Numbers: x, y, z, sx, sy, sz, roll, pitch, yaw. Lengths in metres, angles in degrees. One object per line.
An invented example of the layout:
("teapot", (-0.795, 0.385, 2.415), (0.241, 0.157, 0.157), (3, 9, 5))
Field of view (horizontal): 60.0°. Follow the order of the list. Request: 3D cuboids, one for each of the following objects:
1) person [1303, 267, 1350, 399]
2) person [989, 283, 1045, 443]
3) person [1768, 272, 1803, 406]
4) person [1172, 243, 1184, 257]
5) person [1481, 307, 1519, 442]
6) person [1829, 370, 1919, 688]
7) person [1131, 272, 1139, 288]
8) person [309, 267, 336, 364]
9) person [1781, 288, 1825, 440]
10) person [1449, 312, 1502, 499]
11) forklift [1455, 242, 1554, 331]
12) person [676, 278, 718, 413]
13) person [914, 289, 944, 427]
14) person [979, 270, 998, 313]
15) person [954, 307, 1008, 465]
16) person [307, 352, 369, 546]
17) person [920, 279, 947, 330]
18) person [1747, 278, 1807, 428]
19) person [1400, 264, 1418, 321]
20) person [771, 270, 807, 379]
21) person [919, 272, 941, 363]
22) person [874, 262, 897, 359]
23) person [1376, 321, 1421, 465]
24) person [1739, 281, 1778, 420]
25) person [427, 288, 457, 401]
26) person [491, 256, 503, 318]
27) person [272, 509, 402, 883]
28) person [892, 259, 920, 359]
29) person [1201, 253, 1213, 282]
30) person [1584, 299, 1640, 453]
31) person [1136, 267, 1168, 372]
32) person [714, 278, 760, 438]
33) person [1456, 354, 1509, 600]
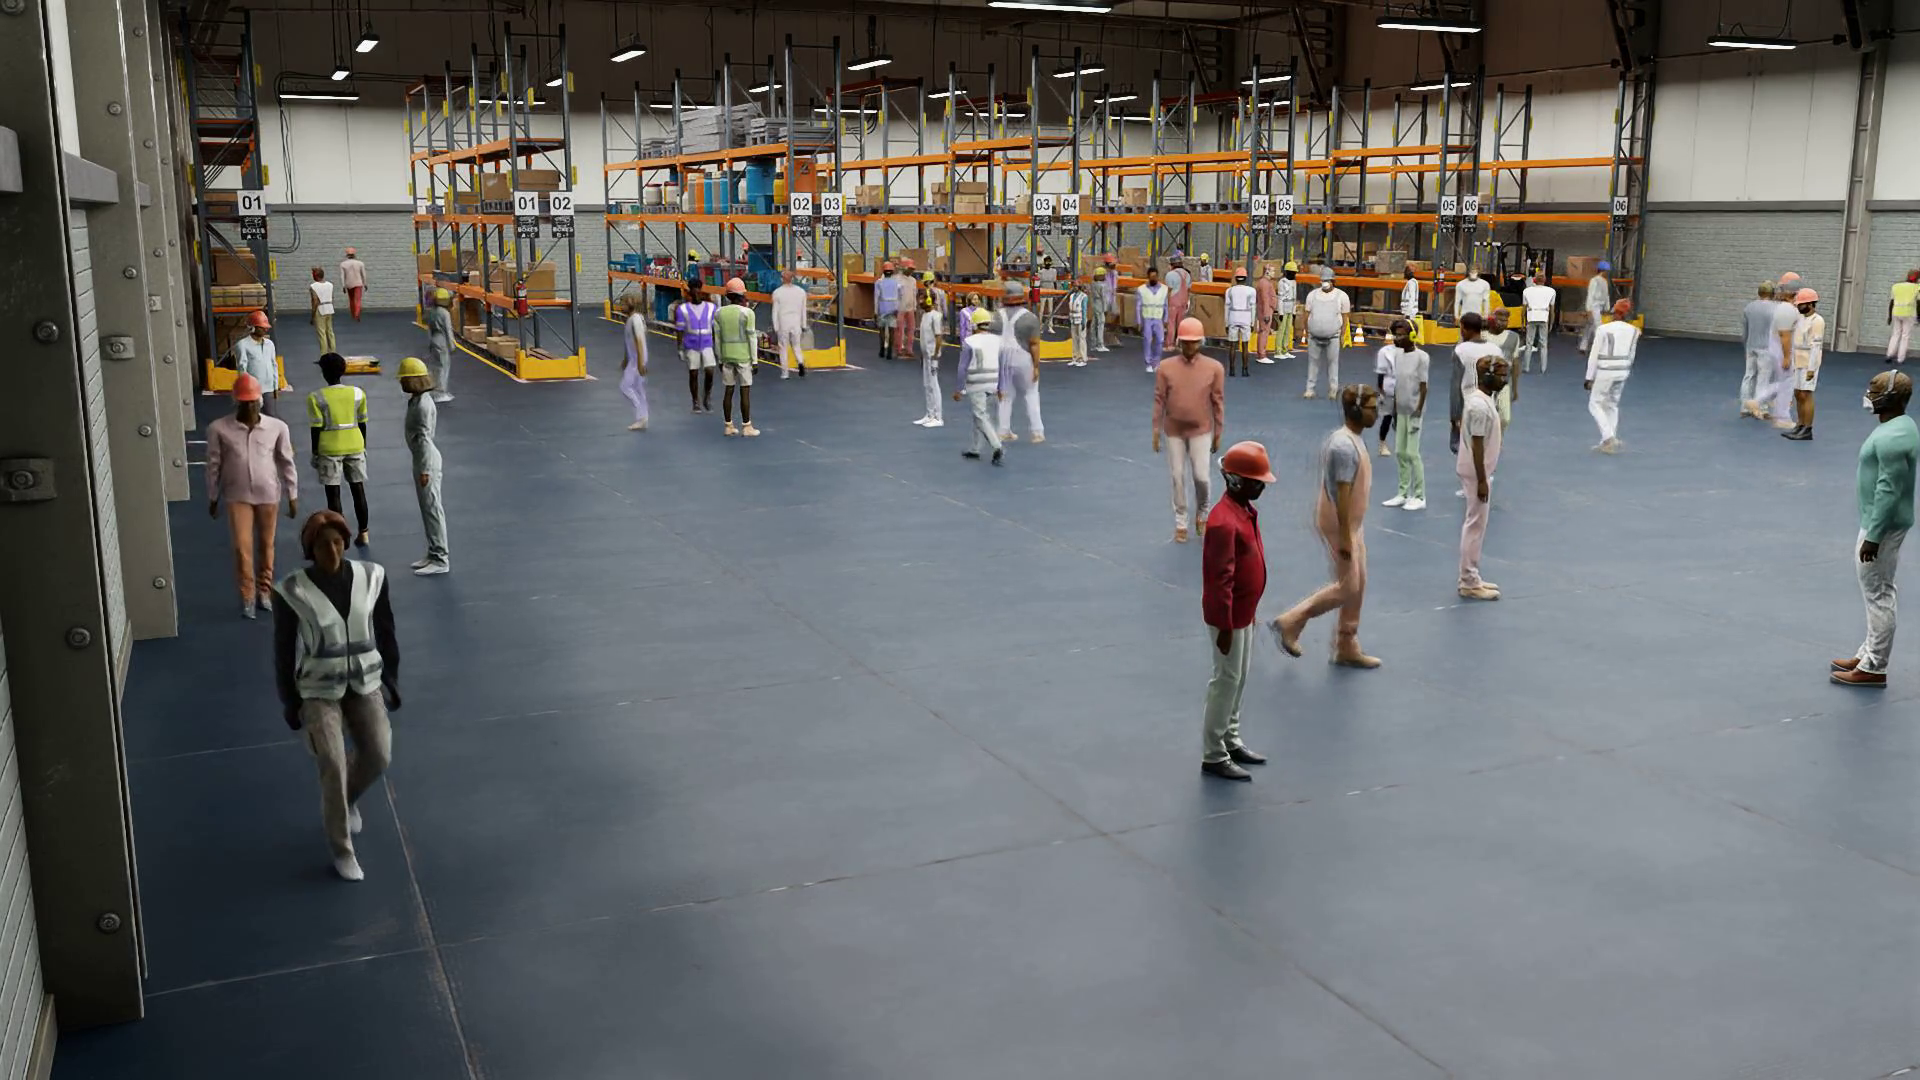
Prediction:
("person", (5.676, -3.218, 25.884), (0.684, 2.000, 0.538), (5, 12, 22))
("person", (0.721, -2.249, 20.961), (0.716, 2.000, 0.546), (6, 12, 27))
("person", (12.362, -2.998, 24.880), (0.388, 1.992, 0.625), (4, 12, 21))
("person", (7.581, -9.324, 57.423), (0.429, 1.845, 0.621), (-6, 13, -27))
("person", (6.061, -1.747, 18.993), (0.616, 1.817, 0.442), (0, 11, -2))
("person", (5.593, -0.066, 10.130), (0.373, 1.940, 0.630), (6, 13, 30))
("person", (5.476, -8.145, 51.963), (0.279, 1.632, 0.502), (8, 14, 35))
("person", (-12.208, -4.298, 31.868), (0.389, 1.848, 0.563), (4, 12, 20))
("person", (10.745, -2.234, 21.193), (0.386, 1.924, 0.548), (1, 11, 5))
("person", (5.149, -1.316, 16.585), (0.604, 1.899, 0.560), (-4, 12, -18))
("forklift", (13.047, -6.049, 39.881), (2.313, 2.155, 1.214), (-5, 12, -23))
("person", (-3.733, -2.762, 23.805), (0.626, 1.940, 0.667), (-3, 12, -16))
("person", (-0.394, -2.454, 22.488), (0.357, 1.864, 0.577), (-4, 12, -21))
("person", (0.693, -6.302, 42.329), (0.582, 1.734, 0.384), (-4, 12, -19))
("person", (0.288, -1.765, 19.127), (0.593, 1.802, 0.852), (-11, 15, -43))
("person", (-5.316, -0.757, 14.252), (0.318, 1.699, 0.535), (10, 15, 42))
("person", (-0.537, -4.488, 33.486), (0.517, 1.589, 0.852), (-4, 12, -20))
("person", (11.081, -2.523, 22.352), (0.669, 2.000, 0.692), (5, 12, 25))
("person", (8.794, -4.460, 32.592), (0.348, 1.884, 0.584), (3, 11, 14))
("person", (-2.967, -3.725, 28.819), (0.663, 1.895, 0.513), (-6, 12, -26))
("person", (-0.580, -4.258, 31.892), (0.327, 1.760, 0.523), (-8, 14, -37))
("person", (-1.433, -4.558, 33.047), (0.574, 1.897, 0.909), (-1, 11, -7))
("person", (5.093, -1.745, 19.391), (0.534, 1.653, 0.849), (-1, 11, -3))
("person", (11.191, -2.643, 23.220), (0.367, 1.940, 0.634), (-4, 12, -19))
("person", (-7.910, -2.998, 25.567), (0.517, 1.723, 0.572), (9, 14, 38))
("person", (-12.893, -7.011, 46.047), (0.490, 1.699, 0.627), (-8, 13, -34))
("person", (-2.740, 0.651, 7.285), (0.526, 1.621, 0.511), (-10, 15, -40))
("person", (-1.100, -4.561, 32.901), (0.723, 1.964, 0.590), (-9, 15, -40))
("person", (6.310, -6.510, 43.134), (0.404, 1.835, 0.600), (-4, 12, -20))
("person", (7.806, -1.951, 19.917), (0.628, 1.863, 0.500), (-3, 12, -16))
("person", (3.481, -3.956, 29.993), (0.627, 1.892, 0.704), (-2, 11, -8))
("person", (-2.859, -2.340, 21.404), (0.611, 2.048, 0.364), (5, 12, 23))
("person", (3.917, -0.472, 12.466), (0.371, 1.836, 0.506), (4, 12, 20))
